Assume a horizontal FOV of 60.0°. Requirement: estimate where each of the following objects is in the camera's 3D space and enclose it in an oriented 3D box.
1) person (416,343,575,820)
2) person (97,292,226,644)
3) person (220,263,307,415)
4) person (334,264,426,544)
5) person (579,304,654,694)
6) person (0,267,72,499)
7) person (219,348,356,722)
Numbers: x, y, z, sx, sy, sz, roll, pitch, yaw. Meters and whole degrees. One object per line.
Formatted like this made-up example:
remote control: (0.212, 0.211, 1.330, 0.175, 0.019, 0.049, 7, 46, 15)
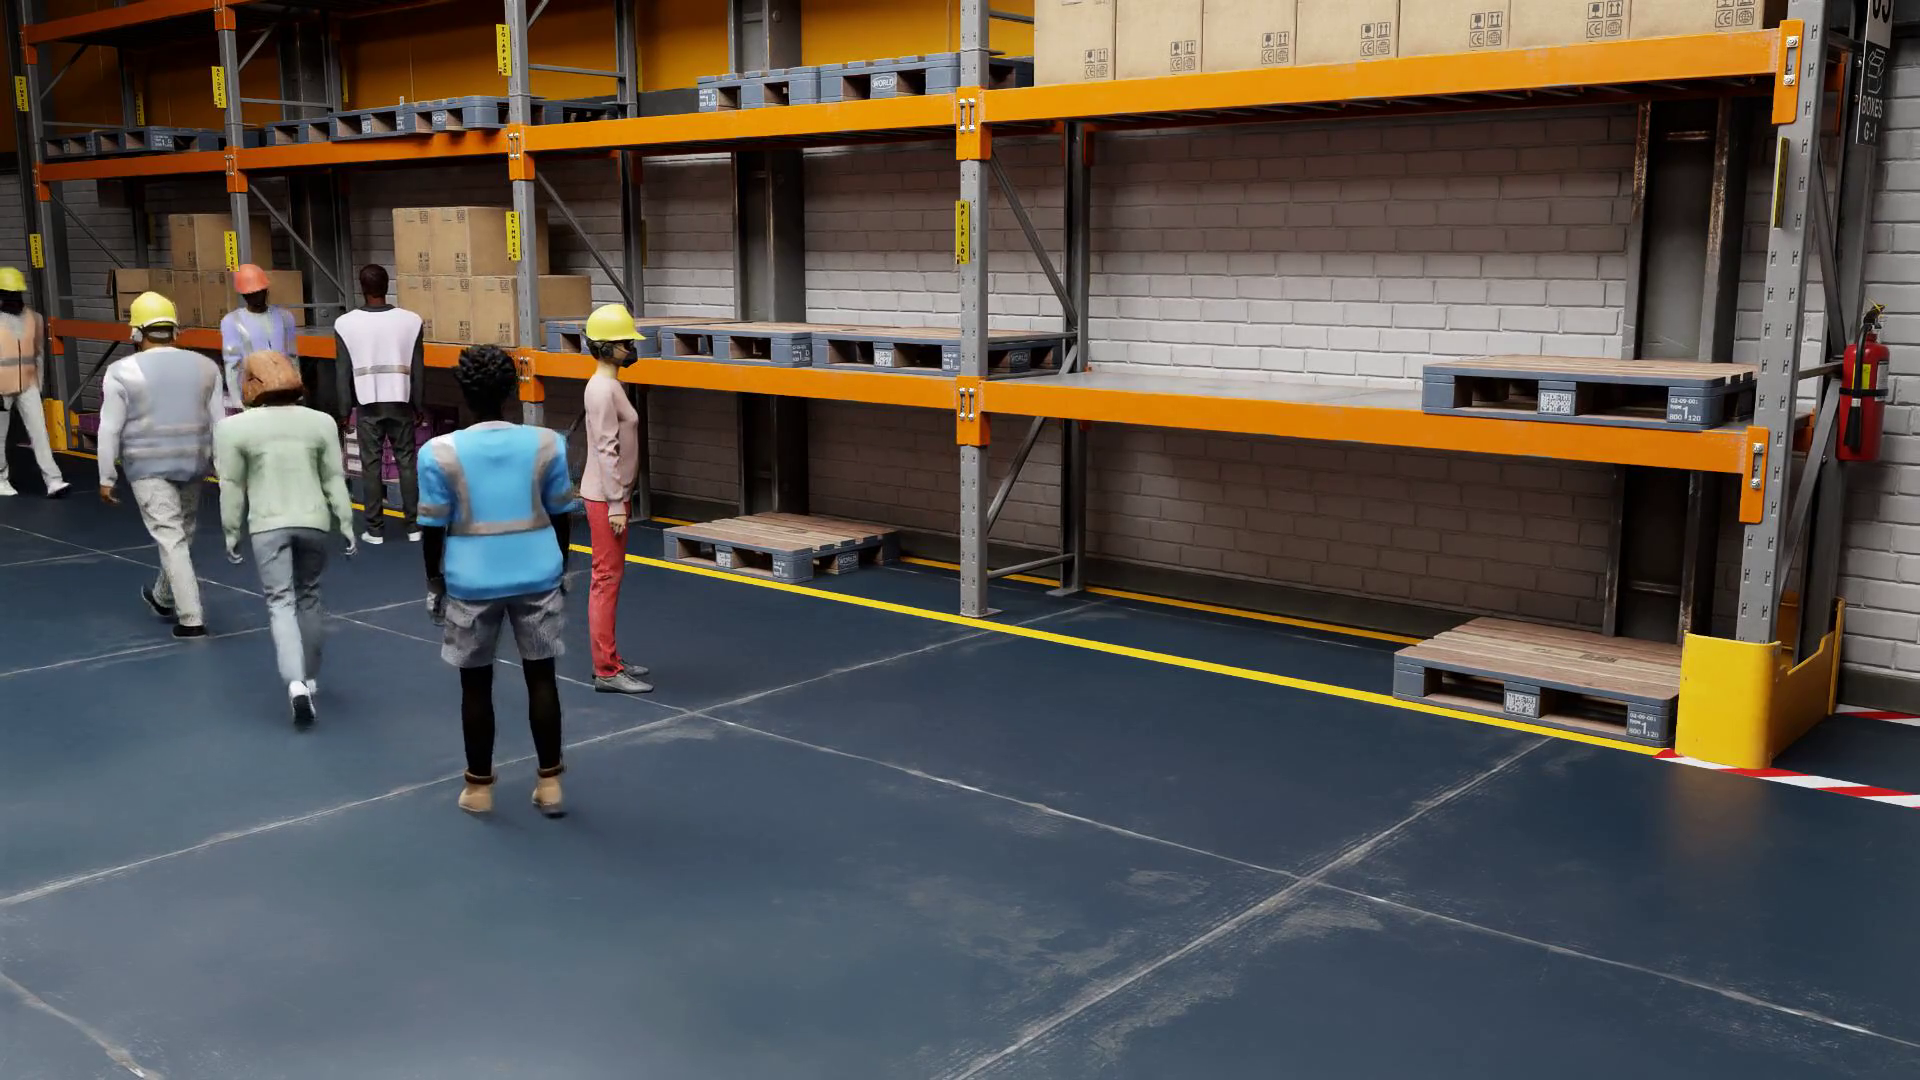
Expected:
person: (-1.625, 0.156, 5.870, 0.548, 1.691, 0.343, -4, 11, -23)
person: (-4.186, -0.383, 8.667, 0.898, 1.785, 0.621, 8, 13, 39)
person: (-5.089, -1.064, 12.263, 0.417, 1.907, 0.638, 9, 13, 41)
person: (-3.958, -0.924, 11.411, 0.591, 1.915, 0.380, -5, 11, -26)
person: (-1.580, -0.188, 7.629, 0.315, 1.769, 0.523, -2, 10, -12)
person: (-7.588, -1.248, 13.376, 1.014, 1.861, 0.587, 7, 12, 34)
person: (-2.907, -0.033, 7.249, 0.541, 1.594, 0.804, -7, 12, -35)
